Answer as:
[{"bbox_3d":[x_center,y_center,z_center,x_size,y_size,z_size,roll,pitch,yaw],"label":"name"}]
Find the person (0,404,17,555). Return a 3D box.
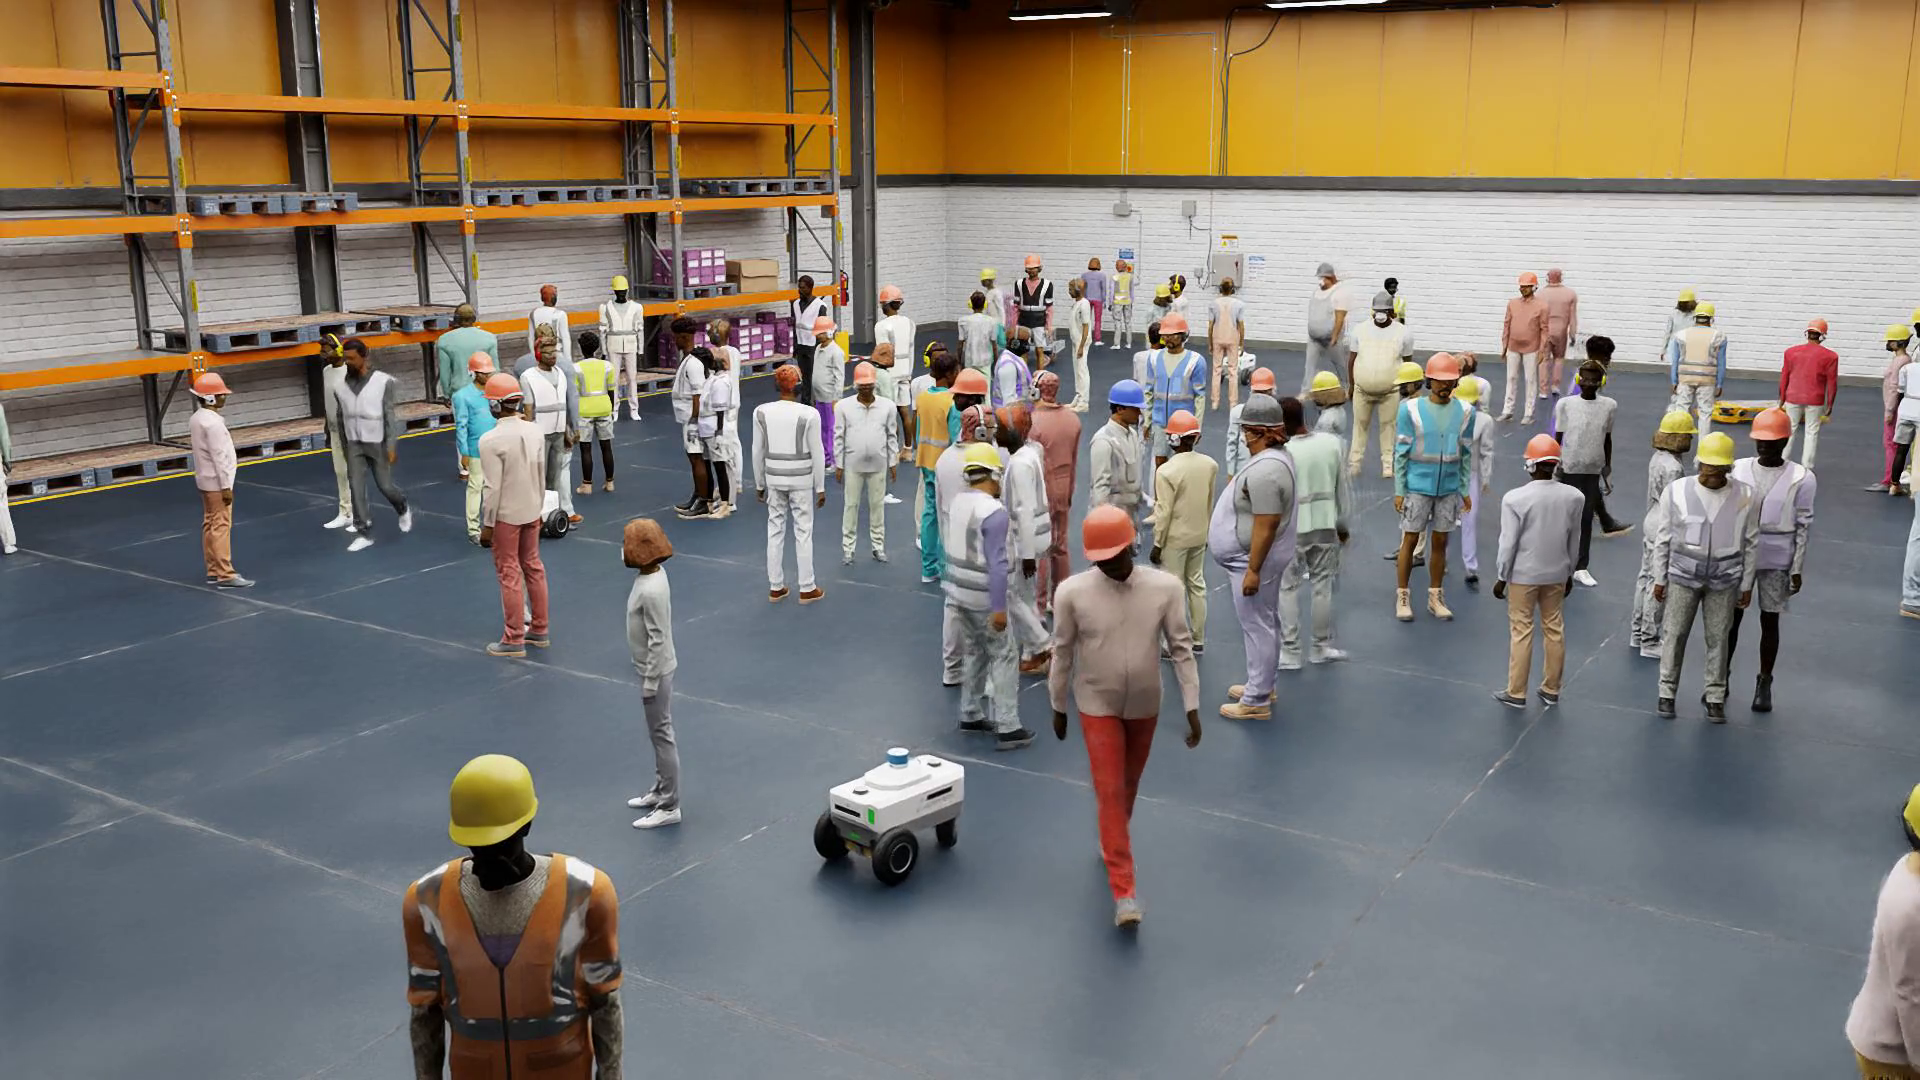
[{"bbox_3d":[-8.562,-0.651,14.512,0.523,1.638,0.310,-10,16,-36],"label":"person"}]

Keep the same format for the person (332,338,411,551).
[{"bbox_3d":[-5.302,-0.889,14.994,0.596,1.896,0.738,2,13,7],"label":"person"}]

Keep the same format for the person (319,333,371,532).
[{"bbox_3d":[-5.778,-1.007,15.562,0.538,1.863,0.313,8,15,31],"label":"person"}]

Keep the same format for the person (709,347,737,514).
[{"bbox_3d":[-2.351,-1.085,16.381,0.307,1.645,0.513,-4,13,-15],"label":"person"}]

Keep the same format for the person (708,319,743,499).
[{"bbox_3d":[-2.429,-1.339,17.039,0.335,1.846,0.513,5,14,23],"label":"person"}]

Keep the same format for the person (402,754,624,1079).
[{"bbox_3d":[-1.221,1.494,4.607,0.586,1.919,0.396,-1,13,-3],"label":"person"}]

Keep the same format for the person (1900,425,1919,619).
[{"bbox_3d":[7.432,-0.395,12.625,0.392,1.993,0.609,9,16,33],"label":"person"}]

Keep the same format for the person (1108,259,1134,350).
[{"bbox_3d":[2.932,-4.275,30.237,0.515,1.636,0.314,-6,14,-23],"label":"person"}]

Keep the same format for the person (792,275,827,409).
[{"bbox_3d":[-2.012,-2.580,22.265,0.599,1.917,0.375,11,17,40],"label":"person"}]

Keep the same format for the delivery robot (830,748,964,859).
[{"bbox_3d":[-0.304,1.282,8.297,0.477,0.478,0.707,12,17,42],"label":"delivery robot"}]

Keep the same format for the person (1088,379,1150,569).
[{"bbox_3d":[1.119,-0.173,11.787,0.416,1.939,0.604,7,15,28],"label":"person"}]

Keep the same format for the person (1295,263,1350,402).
[{"bbox_3d":[5.312,-3.023,23.919,1.005,2.000,0.681,-10,17,-38],"label":"person"}]

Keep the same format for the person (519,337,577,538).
[{"bbox_3d":[-3.830,-0.964,15.413,0.397,1.847,0.564,7,15,27],"label":"person"}]

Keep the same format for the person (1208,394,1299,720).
[{"bbox_3d":[1.822,0.095,10.396,0.538,2.000,0.689,4,14,18],"label":"person"}]

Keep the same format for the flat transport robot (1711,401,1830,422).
[{"bbox_3d":[10.703,-1.716,22.126,1.431,0.197,0.652,0,13,-2],"label":"flat transport robot"}]

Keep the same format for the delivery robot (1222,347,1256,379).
[{"bbox_3d":[4.319,-2.750,25.784,0.477,0.478,0.707,7,15,29],"label":"delivery robot"}]

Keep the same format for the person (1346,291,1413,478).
[{"bbox_3d":[4.560,-1.693,18.149,0.672,2.000,0.536,4,14,19],"label":"person"}]

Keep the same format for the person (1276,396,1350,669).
[{"bbox_3d":[2.399,-0.047,11.387,0.703,1.878,0.373,-5,14,-19],"label":"person"}]

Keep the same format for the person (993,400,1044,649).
[{"bbox_3d":[0.379,-0.067,11.563,0.518,1.834,0.346,-8,15,-32],"label":"person"}]

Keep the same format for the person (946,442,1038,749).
[{"bbox_3d":[0.175,0.330,9.935,0.467,1.800,0.701,-6,14,-24],"label":"person"}]

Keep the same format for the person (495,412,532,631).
[{"bbox_3d":[-3.264,-0.125,12.228,0.307,1.641,0.514,-1,13,-2],"label":"person"}]

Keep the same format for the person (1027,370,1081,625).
[{"bbox_3d":[0.615,-0.321,12.492,0.409,1.907,0.651,11,17,40],"label":"person"}]

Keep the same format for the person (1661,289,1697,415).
[{"bbox_3d":[9.899,-2.585,22.776,0.912,1.696,0.501,-12,18,-43],"label":"person"}]

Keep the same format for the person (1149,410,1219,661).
[{"bbox_3d":[1.533,-0.033,11.578,0.559,1.751,0.326,-11,17,-39],"label":"person"}]

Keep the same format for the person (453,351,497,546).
[{"bbox_3d":[-4.291,-0.835,15.054,0.339,1.749,0.573,8,15,31],"label":"person"}]

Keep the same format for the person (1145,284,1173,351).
[{"bbox_3d":[2.819,-2.730,23.339,0.492,1.720,0.416,-5,14,-19],"label":"person"}]

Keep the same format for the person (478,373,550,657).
[{"bbox_3d":[-3.144,-0.175,11.666,0.386,1.992,0.624,6,14,25],"label":"person"}]

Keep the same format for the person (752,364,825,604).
[{"bbox_3d":[-1.330,-0.434,13.030,0.587,1.882,0.341,4,14,16],"label":"person"}]

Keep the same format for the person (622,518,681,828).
[{"bbox_3d":[-1.622,0.688,8.713,0.279,1.633,0.505,-3,13,-14],"label":"person"}]

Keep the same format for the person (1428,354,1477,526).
[{"bbox_3d":[4.680,-0.950,15.847,0.326,1.628,0.526,-6,14,-24],"label":"person"}]

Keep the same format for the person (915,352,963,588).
[{"bbox_3d":[-0.147,-0.569,13.542,0.392,1.920,0.588,-9,16,-35],"label":"person"}]

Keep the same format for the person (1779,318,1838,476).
[{"bbox_3d":[9.285,-1.558,18.225,0.575,1.740,0.349,10,16,36],"label":"person"}]

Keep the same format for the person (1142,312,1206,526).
[{"bbox_3d":[1.995,-1.117,15.644,0.611,2.043,0.375,7,15,29],"label":"person"}]

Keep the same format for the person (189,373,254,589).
[{"bbox_3d":[-6.034,-0.485,13.535,0.327,1.753,0.563,-10,16,-38],"label":"person"}]

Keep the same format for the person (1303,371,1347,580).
[{"bbox_3d":[3.026,-0.533,13.790,0.316,1.735,0.483,6,14,23],"label":"person"}]

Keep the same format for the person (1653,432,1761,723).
[{"bbox_3d":[4.605,0.227,10.304,0.595,1.824,0.403,4,14,19],"label":"person"}]

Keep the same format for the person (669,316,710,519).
[{"bbox_3d":[-2.612,-1.189,16.144,0.364,1.957,0.613,-3,13,-14],"label":"person"}]

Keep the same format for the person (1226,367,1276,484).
[{"bbox_3d":[2.504,-0.572,13.914,0.564,1.753,0.336,2,13,10],"label":"person"}]

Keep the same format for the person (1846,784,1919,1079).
[{"bbox_3d":[2.807,1.490,5.006,0.486,1.734,0.559,10,16,36],"label":"person"}]
